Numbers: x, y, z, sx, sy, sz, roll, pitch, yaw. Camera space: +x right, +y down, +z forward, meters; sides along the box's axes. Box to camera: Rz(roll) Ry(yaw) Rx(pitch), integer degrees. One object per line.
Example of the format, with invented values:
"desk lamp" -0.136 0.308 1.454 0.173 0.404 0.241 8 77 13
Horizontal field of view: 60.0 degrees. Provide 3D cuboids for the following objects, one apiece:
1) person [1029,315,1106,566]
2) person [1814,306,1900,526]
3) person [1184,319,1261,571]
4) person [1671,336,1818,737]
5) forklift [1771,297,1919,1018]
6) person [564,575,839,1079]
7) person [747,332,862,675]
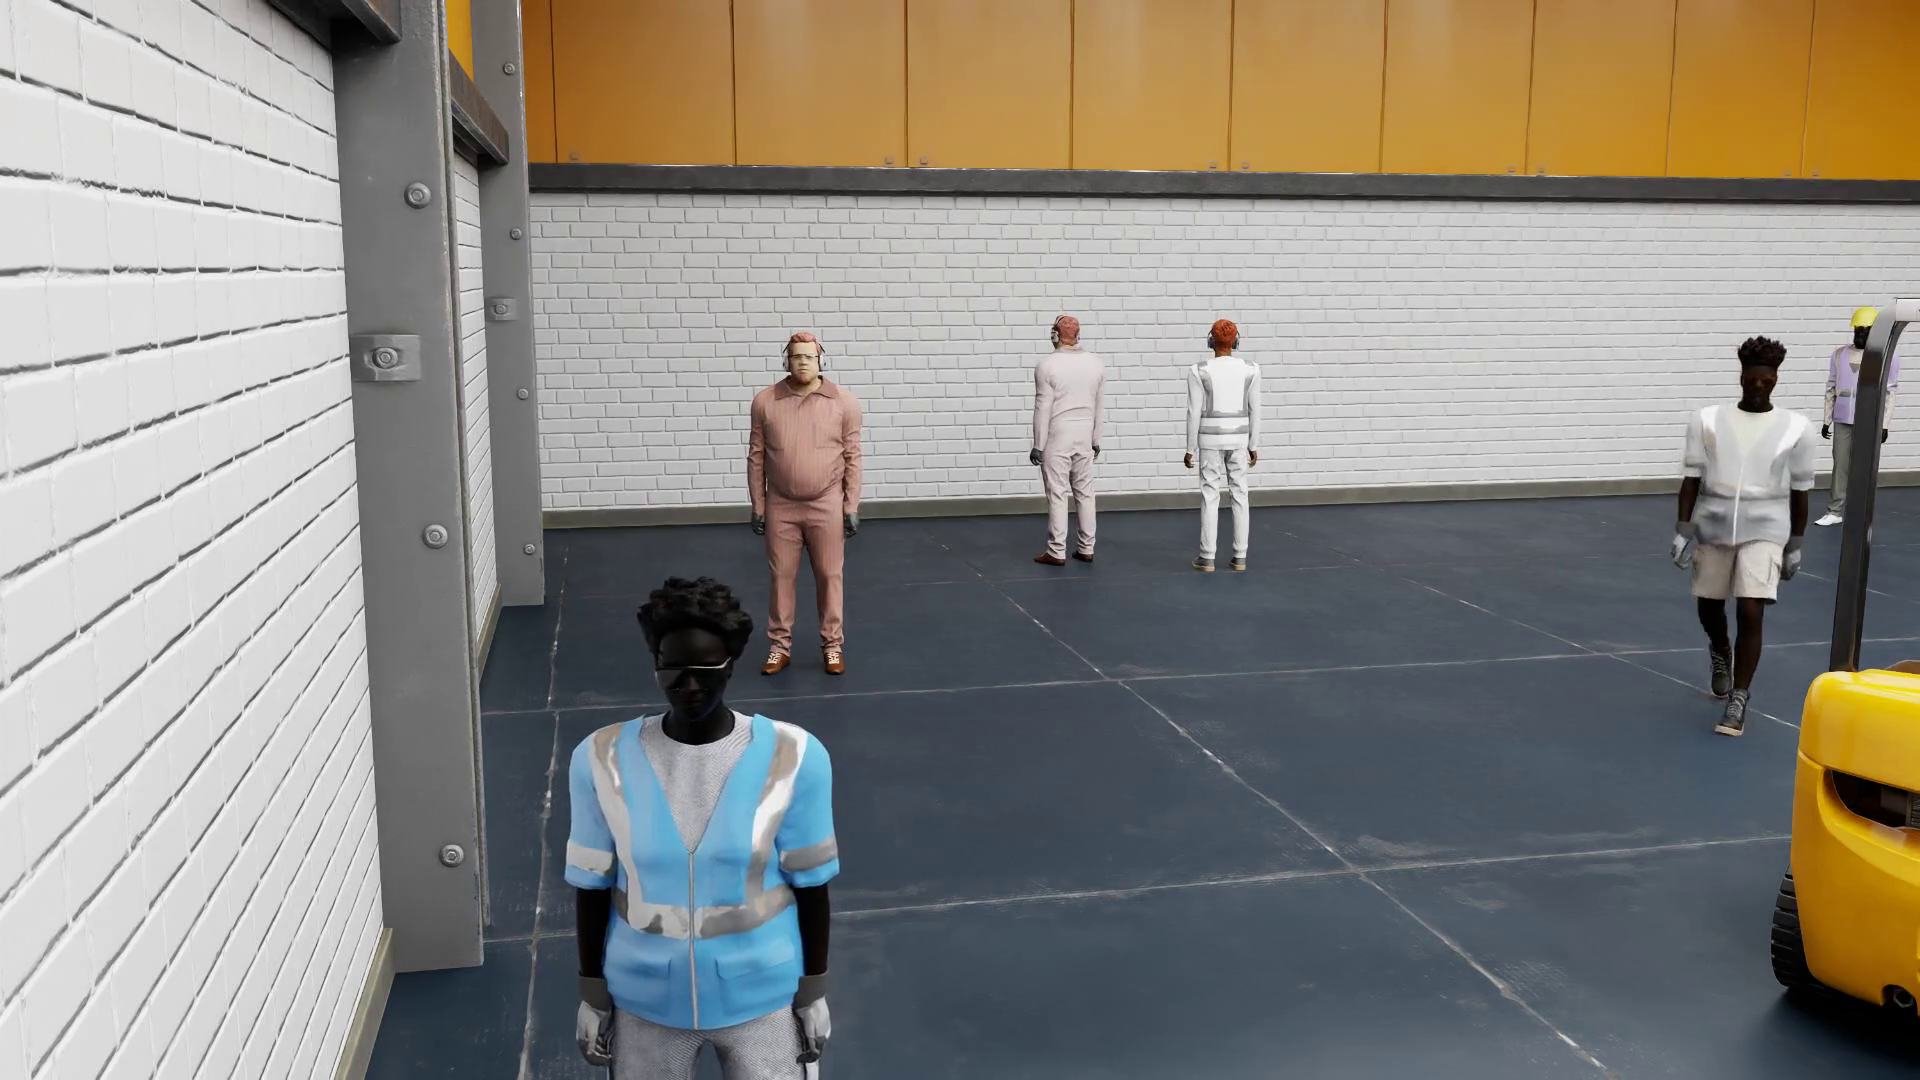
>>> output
"person" 0.798 -0.759 12.711 0.652 1.906 0.402 -6 11 -33
"person" 7.790 -1.055 14.441 0.359 1.930 0.588 -7 12 -38
"person" 1.958 -0.701 12.429 0.573 1.883 0.355 -1 9 -8
"person" 3.912 -0.054 8.306 0.604 1.942 0.880 7 11 35
"forklift" 3.542 0.334 5.177 2.313 2.155 1.214 -9 13 -43
"person" -0.506 0.895 3.287 0.535 1.691 0.319 0 9 -1
"person" -0.867 -0.195 9.260 0.644 1.913 0.408 0 9 1
